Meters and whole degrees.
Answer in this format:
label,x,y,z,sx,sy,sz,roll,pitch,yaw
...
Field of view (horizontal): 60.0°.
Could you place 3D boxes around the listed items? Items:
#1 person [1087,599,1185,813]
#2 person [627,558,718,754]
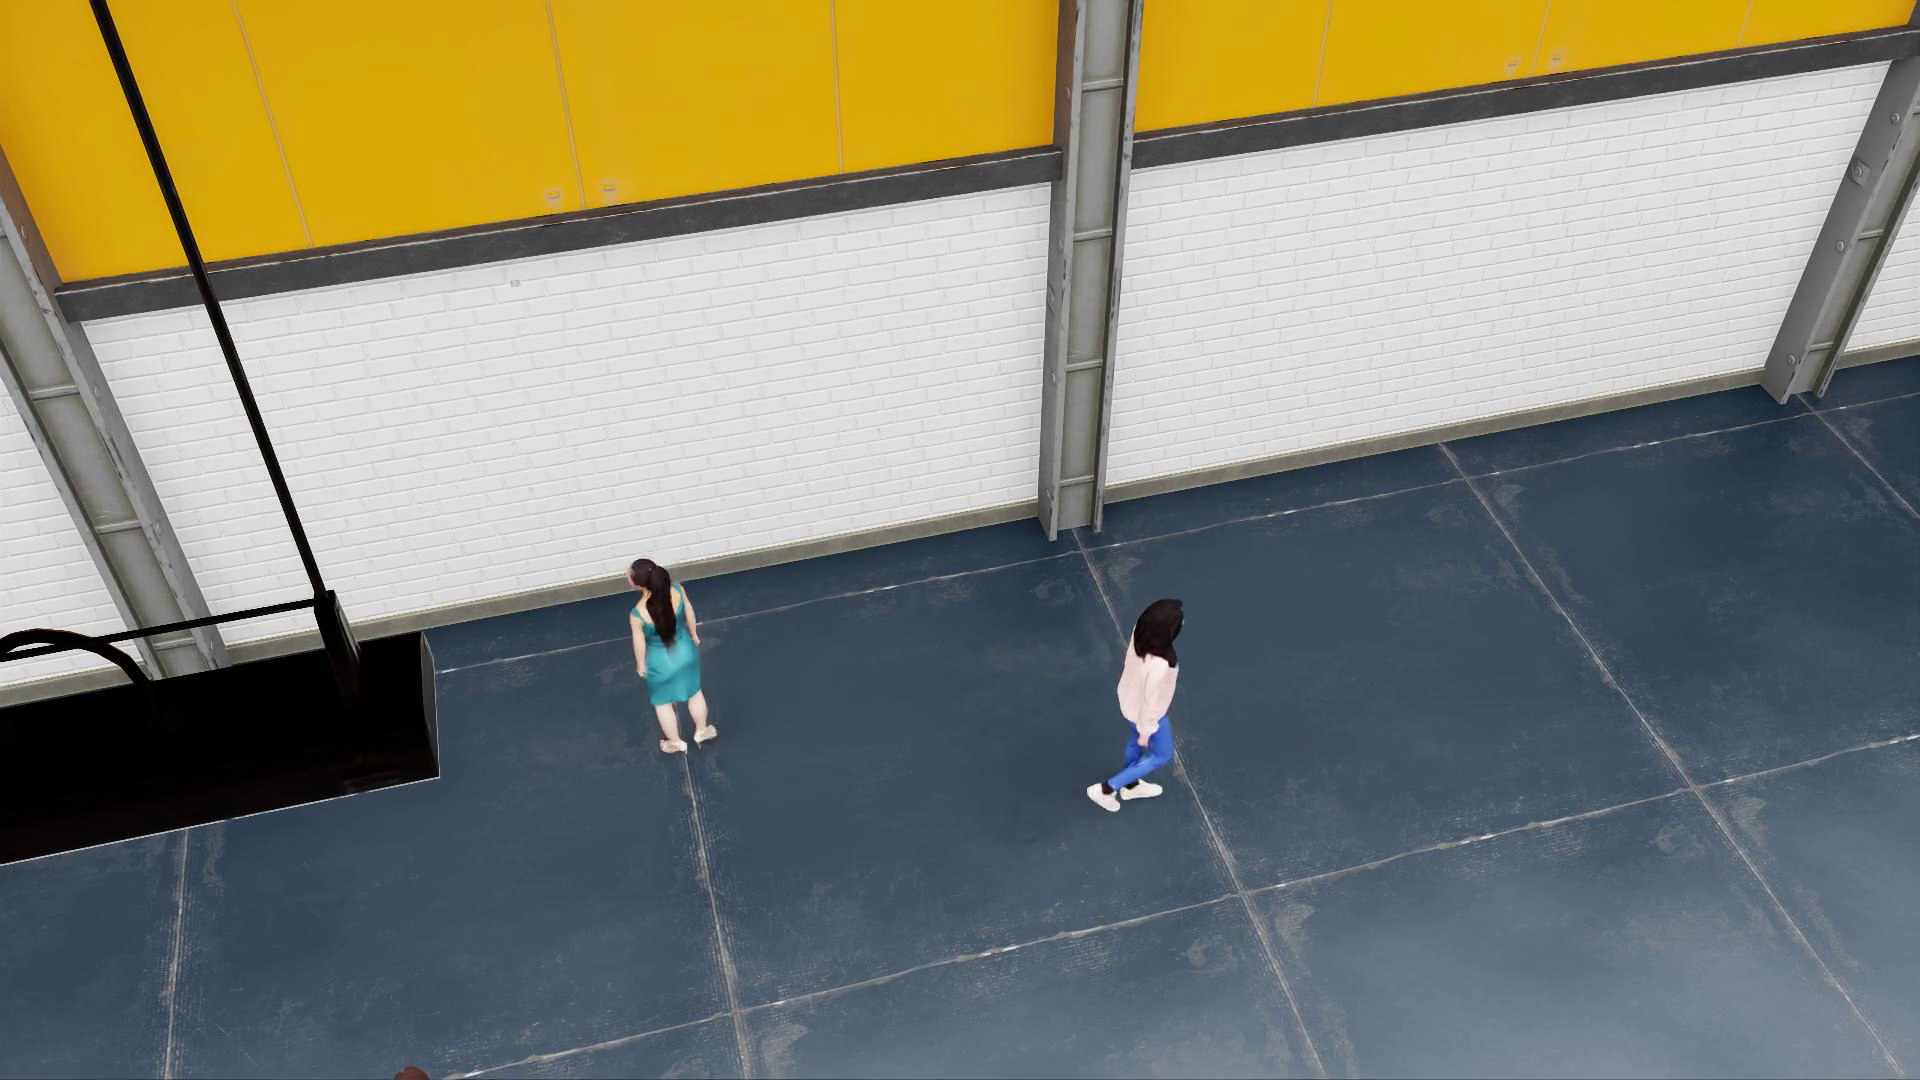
label,x,y,z,sx,sy,sz,roll,pitch,yaw
person,0.974,0.984,9.616,0.759,1.751,0.704,-7,44,-7
person,-1.694,0.696,9.971,0.554,1.678,0.701,-22,48,-21
